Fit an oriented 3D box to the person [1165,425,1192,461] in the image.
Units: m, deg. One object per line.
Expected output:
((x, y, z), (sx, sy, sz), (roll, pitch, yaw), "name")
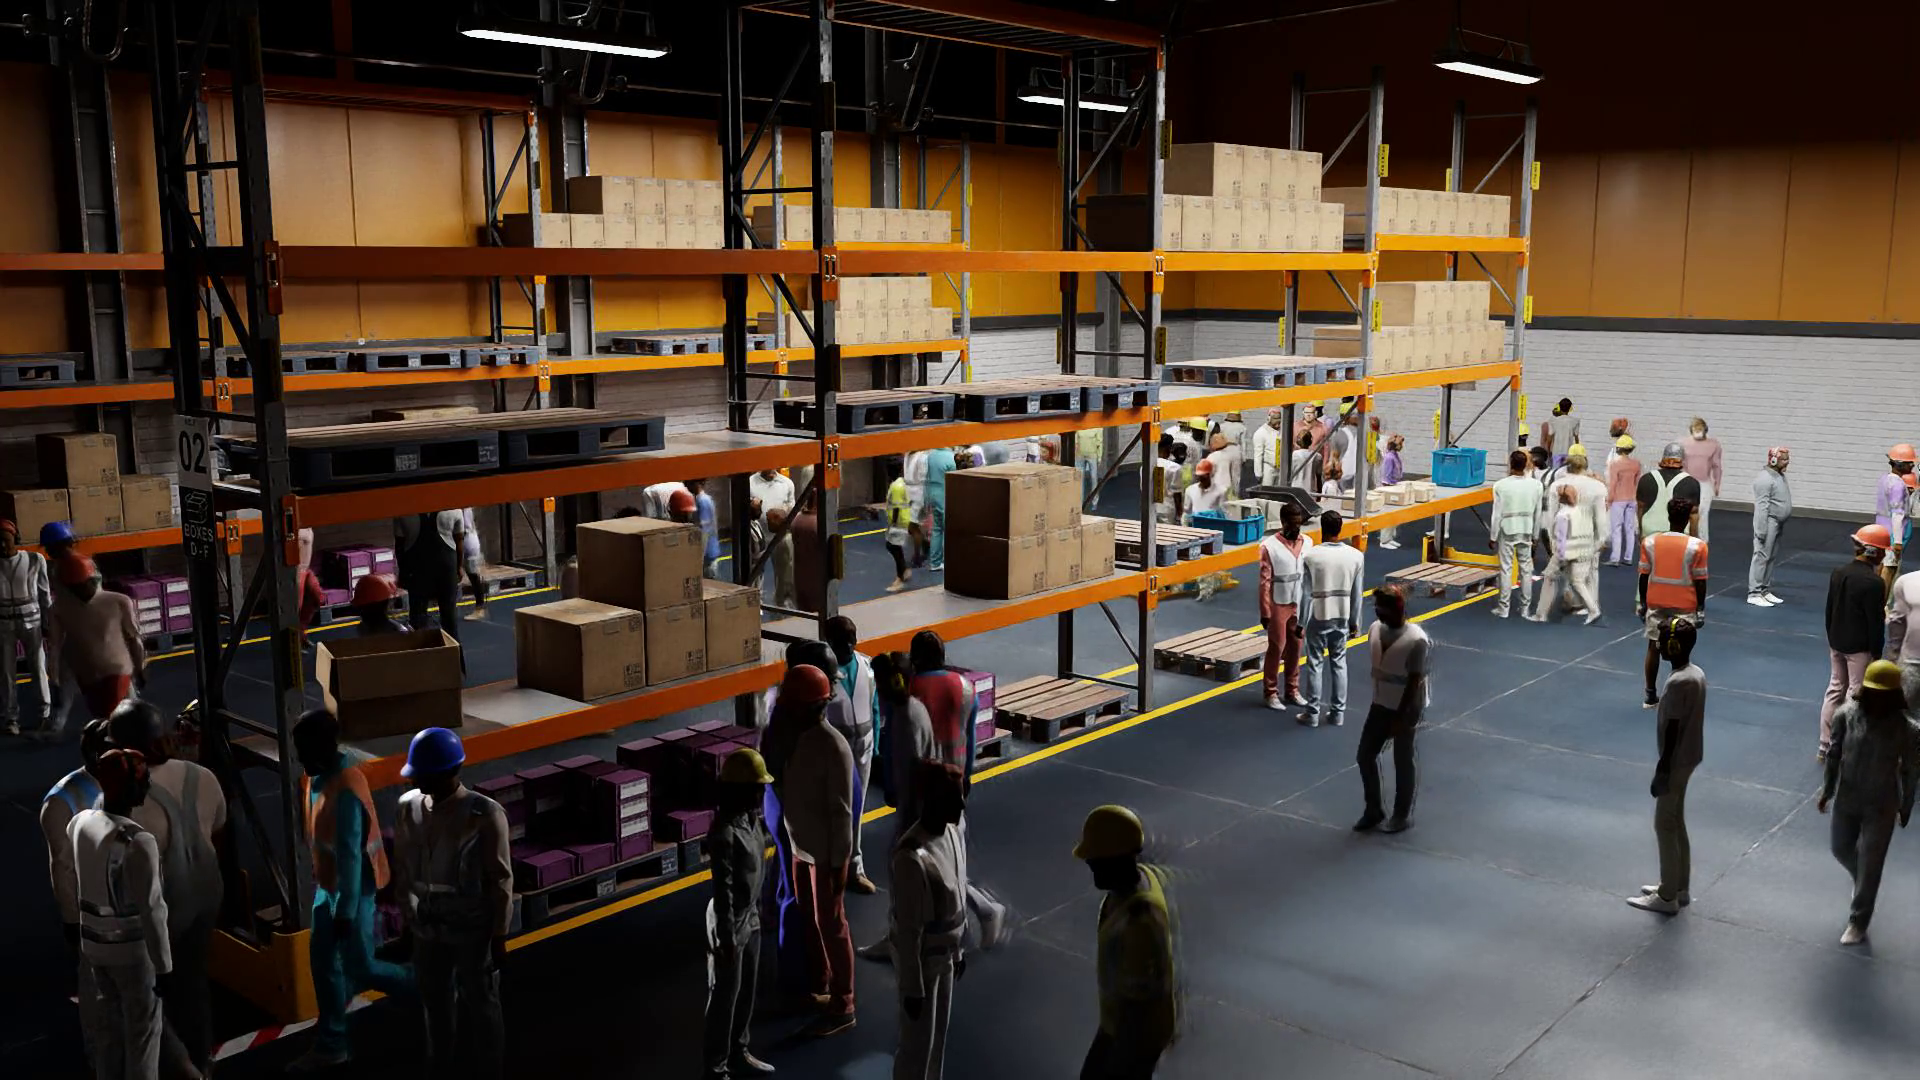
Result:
((3.412, -1.101, 25.406), (0.595, 1.871, 1.002), (3, 10, 15), "person")

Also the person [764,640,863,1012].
((-0.802, 1.534, 9.125), (0.536, 2.000, 0.687), (-2, 10, -10), "person")

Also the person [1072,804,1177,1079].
((0.671, 1.987, 6.820), (0.451, 1.898, 0.617), (0, 10, 1), "person")

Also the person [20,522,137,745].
((-7.449, 0.784, 14.097), (0.724, 1.877, 0.976), (6, 11, 31), "person")

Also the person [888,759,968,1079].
((-0.136, 1.895, 7.482), (0.360, 1.878, 0.568), (3, 10, 18), "person")

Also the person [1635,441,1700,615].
((8.102, -0.127, 19.043), (0.688, 2.000, 0.537), (7, 12, 34), "person")

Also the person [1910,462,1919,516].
((12.860, -0.464, 22.041), (0.688, 1.716, 0.569), (-7, 12, -37), "person")

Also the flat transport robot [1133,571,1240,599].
((2.714, 0.506, 20.535), (1.431, 0.197, 0.652), (-6, 11, -34), "flat transport robot")

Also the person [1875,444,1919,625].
((10.486, -0.064, 18.661), (0.377, 2.041, 0.616), (3, 10, 16), "person")

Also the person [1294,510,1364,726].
((3.234, 0.691, 14.576), (0.598, 1.907, 0.409), (-3, 10, -15), "person")

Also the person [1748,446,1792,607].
((9.605, -0.161, 19.679), (0.401, 1.903, 0.643), (8, 13, 41), "person")

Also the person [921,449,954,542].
((-0.295, -0.955, 23.987), (0.691, 2.000, 0.790), (7, 12, 36), "person")

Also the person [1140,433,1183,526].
((2.509, -0.360, 20.699), (0.599, 1.958, 0.377), (9, 13, 43), "person")

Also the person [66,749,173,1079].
((-3.805, 1.870, 7.616), (0.584, 1.879, 0.363), (6, 11, 31), "person")

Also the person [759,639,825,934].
((-0.951, 1.482, 10.096), (0.638, 1.815, 0.506), (-7, 12, -37), "person")

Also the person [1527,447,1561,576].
((7.617, -0.374, 21.683), (0.380, 1.653, 0.659), (-6, 11, -34), "person")

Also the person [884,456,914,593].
((-0.771, -0.204, 20.542), (0.341, 1.683, 0.587), (-1, 10, -4), "person")

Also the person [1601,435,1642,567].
((8.827, -0.517, 22.183), (0.528, 1.772, 0.304), (-4, 10, -22), "person")

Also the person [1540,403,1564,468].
((9.825, -1.386, 27.422), (0.532, 1.756, 0.337), (7, 12, 37), "person")

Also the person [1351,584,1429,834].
((3.028, 1.208, 11.742), (0.585, 1.815, 0.555), (-6, 11, -31), "person")

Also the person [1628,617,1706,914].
((4.475, 1.407, 10.450), (0.338, 1.855, 0.526), (7, 12, 36), "person")

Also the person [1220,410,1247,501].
((4.467, -1.351, 27.284), (0.492, 1.729, 0.324), (3, 10, 20), "person")

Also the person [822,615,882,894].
((-0.765, 1.383, 10.622), (0.621, 1.845, 0.430), (-6, 11, -33), "person")

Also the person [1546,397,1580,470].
((9.792, -1.383, 27.047), (0.521, 1.873, 0.334), (3, 10, 16), "person")

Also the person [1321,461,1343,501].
((4.553, -0.153, 20.395), (0.307, 1.641, 0.513), (1, 10, 4), "person")

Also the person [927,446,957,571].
((-0.167, -0.501, 21.719), (0.395, 1.900, 0.653), (-6, 11, -33), "person")

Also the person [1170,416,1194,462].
((3.246, -0.932, 24.195), (0.386, 1.929, 0.543), (-4, 10, -24), "person")

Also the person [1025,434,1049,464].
((1.252, -1.361, 27.028), (0.391, 1.837, 0.561), (-4, 10, -24), "person")

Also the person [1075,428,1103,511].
((2.077, -1.348, 27.171), (0.525, 1.762, 0.340), (4, 10, 21), "person")

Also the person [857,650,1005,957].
((-0.169, 1.547, 9.690), (0.817, 1.829, 0.606), (-1, 10, -9), "person")

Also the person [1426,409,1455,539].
((7.073, -0.974, 24.437), (0.372, 1.926, 0.589), (2, 10, 12), "person")

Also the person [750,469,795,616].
((-2.198, -0.072, 19.143), (0.644, 1.900, 0.399), (-3, 10, -16), "person")

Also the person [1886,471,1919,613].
((10.546, 0.079, 18.720), (0.350, 1.739, 0.575), (5, 11, 27), "person")

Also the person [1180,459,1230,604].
((2.877, -0.099, 19.766), (0.596, 1.731, 0.553), (7, 12, 35), "person")

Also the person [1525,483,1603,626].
((6.798, 0.162, 18.589), (0.521, 1.609, 0.768), (-9, 13, -43), "person")

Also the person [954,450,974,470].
((0.001, -0.158, 19.854), (0.350, 1.837, 0.502), (-3, 10, -17), "person")
